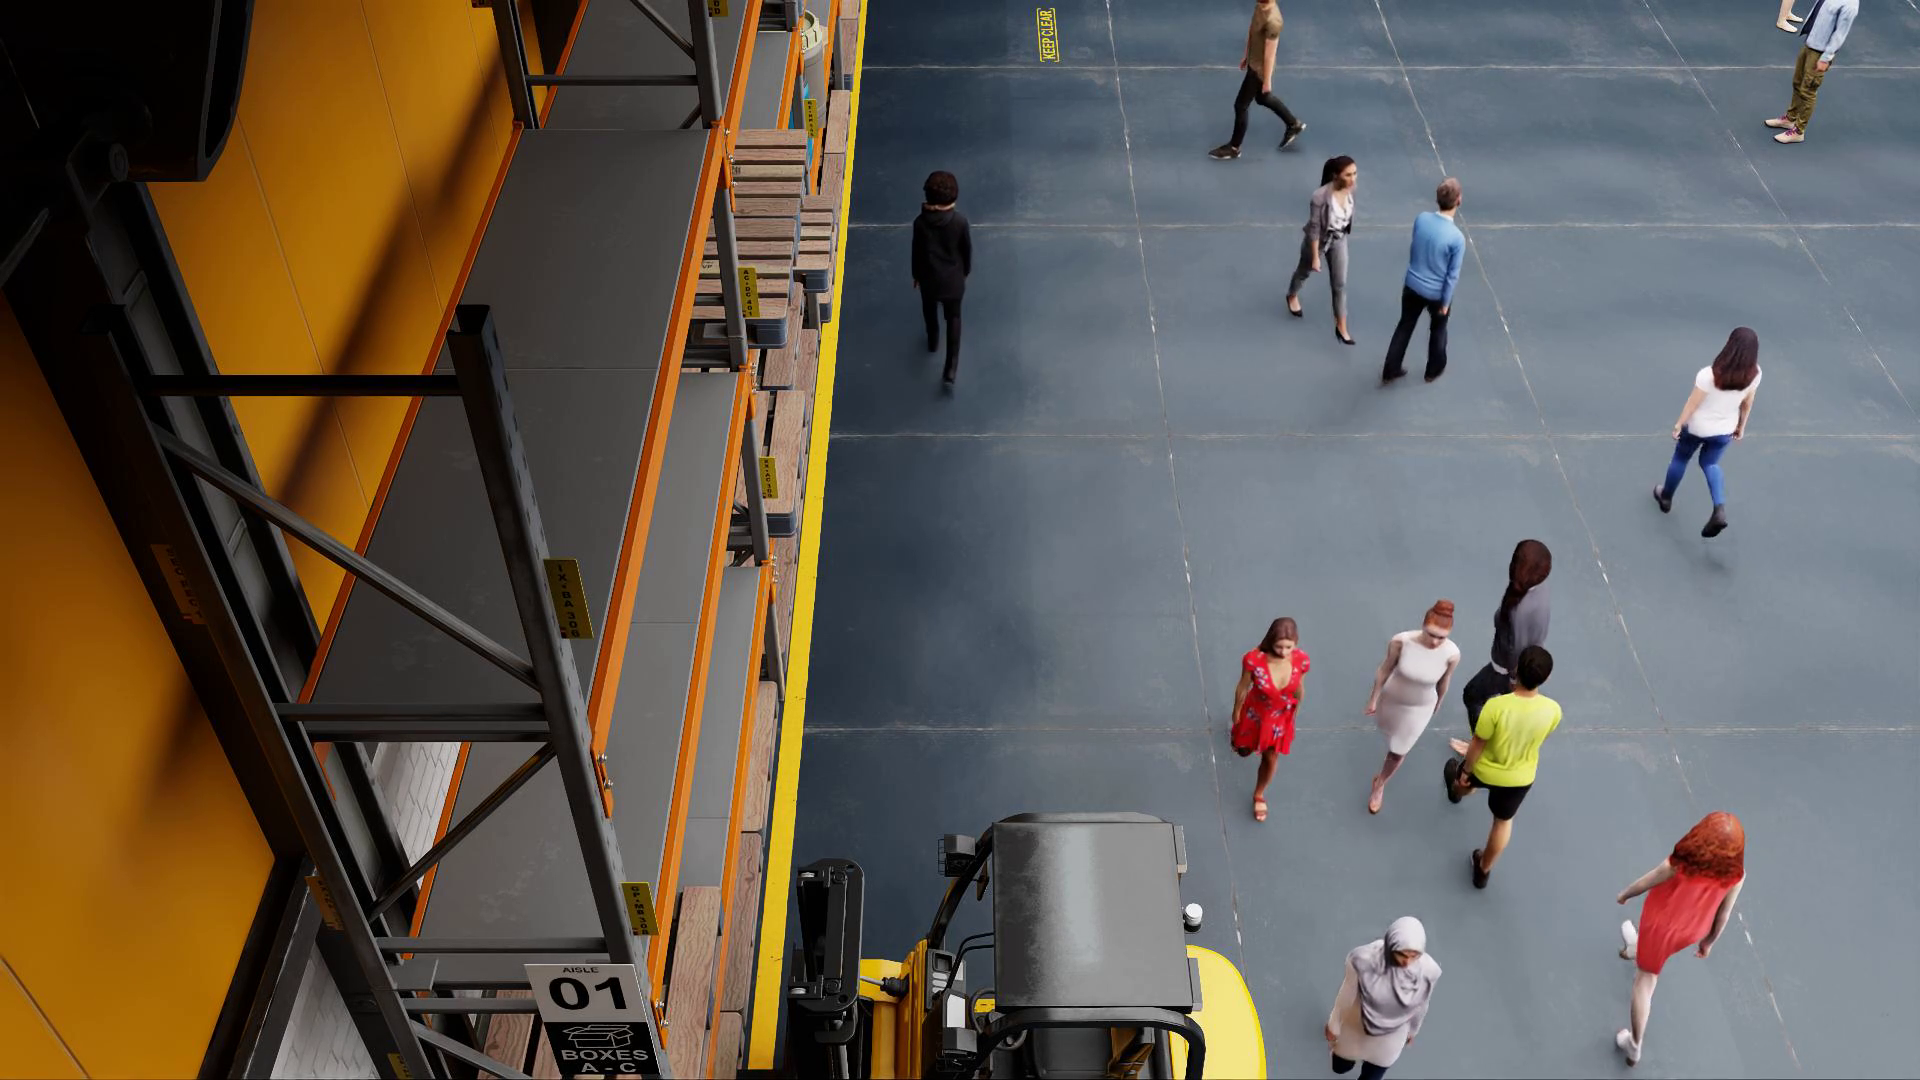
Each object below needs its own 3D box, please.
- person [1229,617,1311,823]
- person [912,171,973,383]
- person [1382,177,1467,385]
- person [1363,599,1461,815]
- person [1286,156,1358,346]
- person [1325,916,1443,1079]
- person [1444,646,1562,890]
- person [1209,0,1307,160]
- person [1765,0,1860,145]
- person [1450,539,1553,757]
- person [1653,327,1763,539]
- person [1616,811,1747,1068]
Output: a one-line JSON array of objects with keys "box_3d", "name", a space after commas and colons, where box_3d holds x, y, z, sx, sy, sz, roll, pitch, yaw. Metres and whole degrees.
[{"box_3d": [1.851, 0.990, 10.057, 0.557, 1.579, 0.829, -1, 44, -1], "name": "person"}, {"box_3d": [-0.134, -2.043, 13.116, 0.647, 1.751, 1.108, -1, 44, -1], "name": "person"}, {"box_3d": [3.611, -1.974, 13.022, 0.992, 1.781, 0.941, -28, 50, -26], "name": "person"}, {"box_3d": [2.710, 0.914, 10.003, 0.856, 1.765, 1.109, 18, 47, 18], "name": "person"}, {"box_3d": [2.921, -2.435, 13.620, 0.916, 1.623, 1.170, -17, 46, -17], "name": "person"}, {"box_3d": [2.096, 2.389, 8.462, 0.735, 1.755, 0.933, 8, 44, 9], "name": "person"}, {"box_3d": [3.153, 1.367, 9.599, 0.719, 1.666, 1.110, 4, 44, 4], "name": "person"}, {"box_3d": [2.897, -4.421, 15.561, 0.735, 1.823, 1.109, -2, 44, -2], "name": "person"}, {"box_3d": [8.186, -4.674, 15.834, 0.748, 1.811, 0.514, 3, 44, 3], "name": "person"}, {"box_3d": [3.447, 0.786, 10.160, 0.871, 1.733, 0.812, 23, 48, 22], "name": "person"}, {"box_3d": [5.345, -0.706, 11.779, 0.661, 1.661, 0.953, -4, 44, -5], "name": "person"}, {"box_3d": [3.730, 2.130, 8.712, 0.649, 1.784, 1.113, 3, 44, 3], "name": "person"}]
